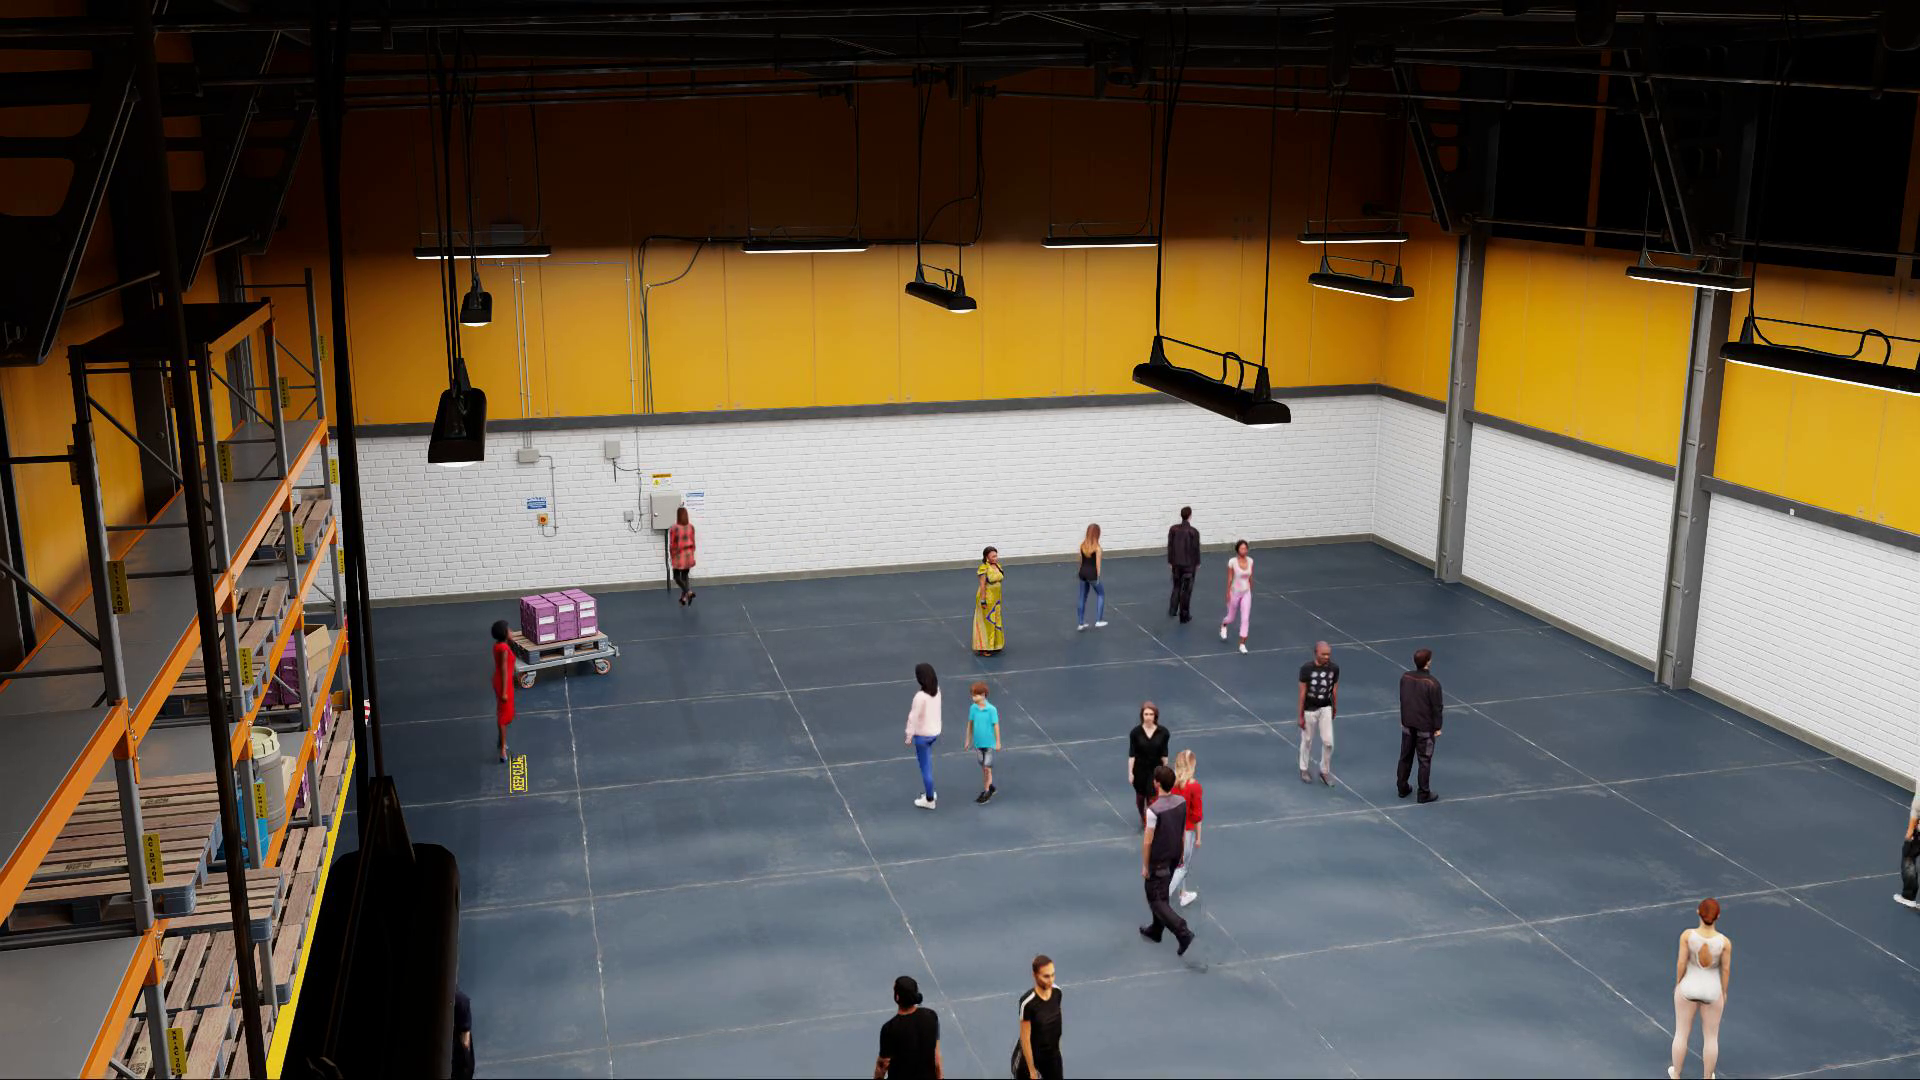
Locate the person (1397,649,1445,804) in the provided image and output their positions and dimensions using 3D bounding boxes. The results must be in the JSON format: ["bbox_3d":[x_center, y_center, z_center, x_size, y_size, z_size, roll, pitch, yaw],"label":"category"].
[{"bbox_3d":[5.369,2.157,19.464,0.856,1.839,0.702,-13,18,-42],"label":"person"}]

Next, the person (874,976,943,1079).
[{"bbox_3d":[-0.303,4.024,12.008,0.924,1.721,1.168,-10,17,-36],"label":"person"}]

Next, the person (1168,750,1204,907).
[{"bbox_3d":[2.158,2.941,16.554,1.069,1.685,1.015,12,18,40],"label":"person"}]

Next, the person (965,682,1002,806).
[{"bbox_3d":[0.335,2.349,19.557,0.815,1.423,0.864,8,16,29],"label":"person"}]

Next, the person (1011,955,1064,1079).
[{"bbox_3d":[0.534,3.904,12.687,0.796,1.633,1.111,-8,16,-31],"label":"person"}]

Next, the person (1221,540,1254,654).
[{"bbox_3d":[4.212,0.825,25.211,0.589,1.724,0.991,-3,14,-13],"label":"person"}]

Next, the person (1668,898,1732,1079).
[{"bbox_3d":[6.044,3.684,13.572,0.616,1.644,0.648,5,15,21],"label":"person"}]

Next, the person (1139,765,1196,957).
[{"bbox_3d":[1.996,3.058,15.773,0.922,1.825,1.142,-11,17,-37],"label":"person"}]

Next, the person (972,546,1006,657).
[{"bbox_3d":[0.448,0.895,25.059,1.042,1.660,0.997,9,16,33],"label":"person"}]

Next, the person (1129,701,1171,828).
[{"bbox_3d":[2.058,2.546,18.227,0.840,1.665,1.111,1,14,5],"label":"person"}]

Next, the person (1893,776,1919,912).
[{"bbox_3d":[9.673,2.905,16.456,0.784,1.801,0.800,0,14,1],"label":"person"}]

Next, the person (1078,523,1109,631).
[{"bbox_3d":[2.001,0.603,26.181,0.815,1.700,0.859,9,17,34],"label":"person"}]

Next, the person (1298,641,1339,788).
[{"bbox_3d":[4.264,2.042,20.059,0.737,1.783,0.822,-1,14,-3],"label":"person"}]

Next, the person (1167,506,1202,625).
[{"bbox_3d":[3.544,0.418,26.522,0.776,1.898,0.859,10,17,35],"label":"person"}]

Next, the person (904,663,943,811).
[{"bbox_3d":[-0.324,2.273,19.152,0.811,1.761,0.762,9,16,33],"label":"person"}]

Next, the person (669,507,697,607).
[{"bbox_3d":[-4.550,0.307,27.427,0.809,1.688,0.981,-10,17,-35],"label":"person"}]

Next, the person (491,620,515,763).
[{"bbox_3d":[-5.746,1.888,20.817,0.777,1.725,0.475,-2,14,-8],"label":"person"}]
